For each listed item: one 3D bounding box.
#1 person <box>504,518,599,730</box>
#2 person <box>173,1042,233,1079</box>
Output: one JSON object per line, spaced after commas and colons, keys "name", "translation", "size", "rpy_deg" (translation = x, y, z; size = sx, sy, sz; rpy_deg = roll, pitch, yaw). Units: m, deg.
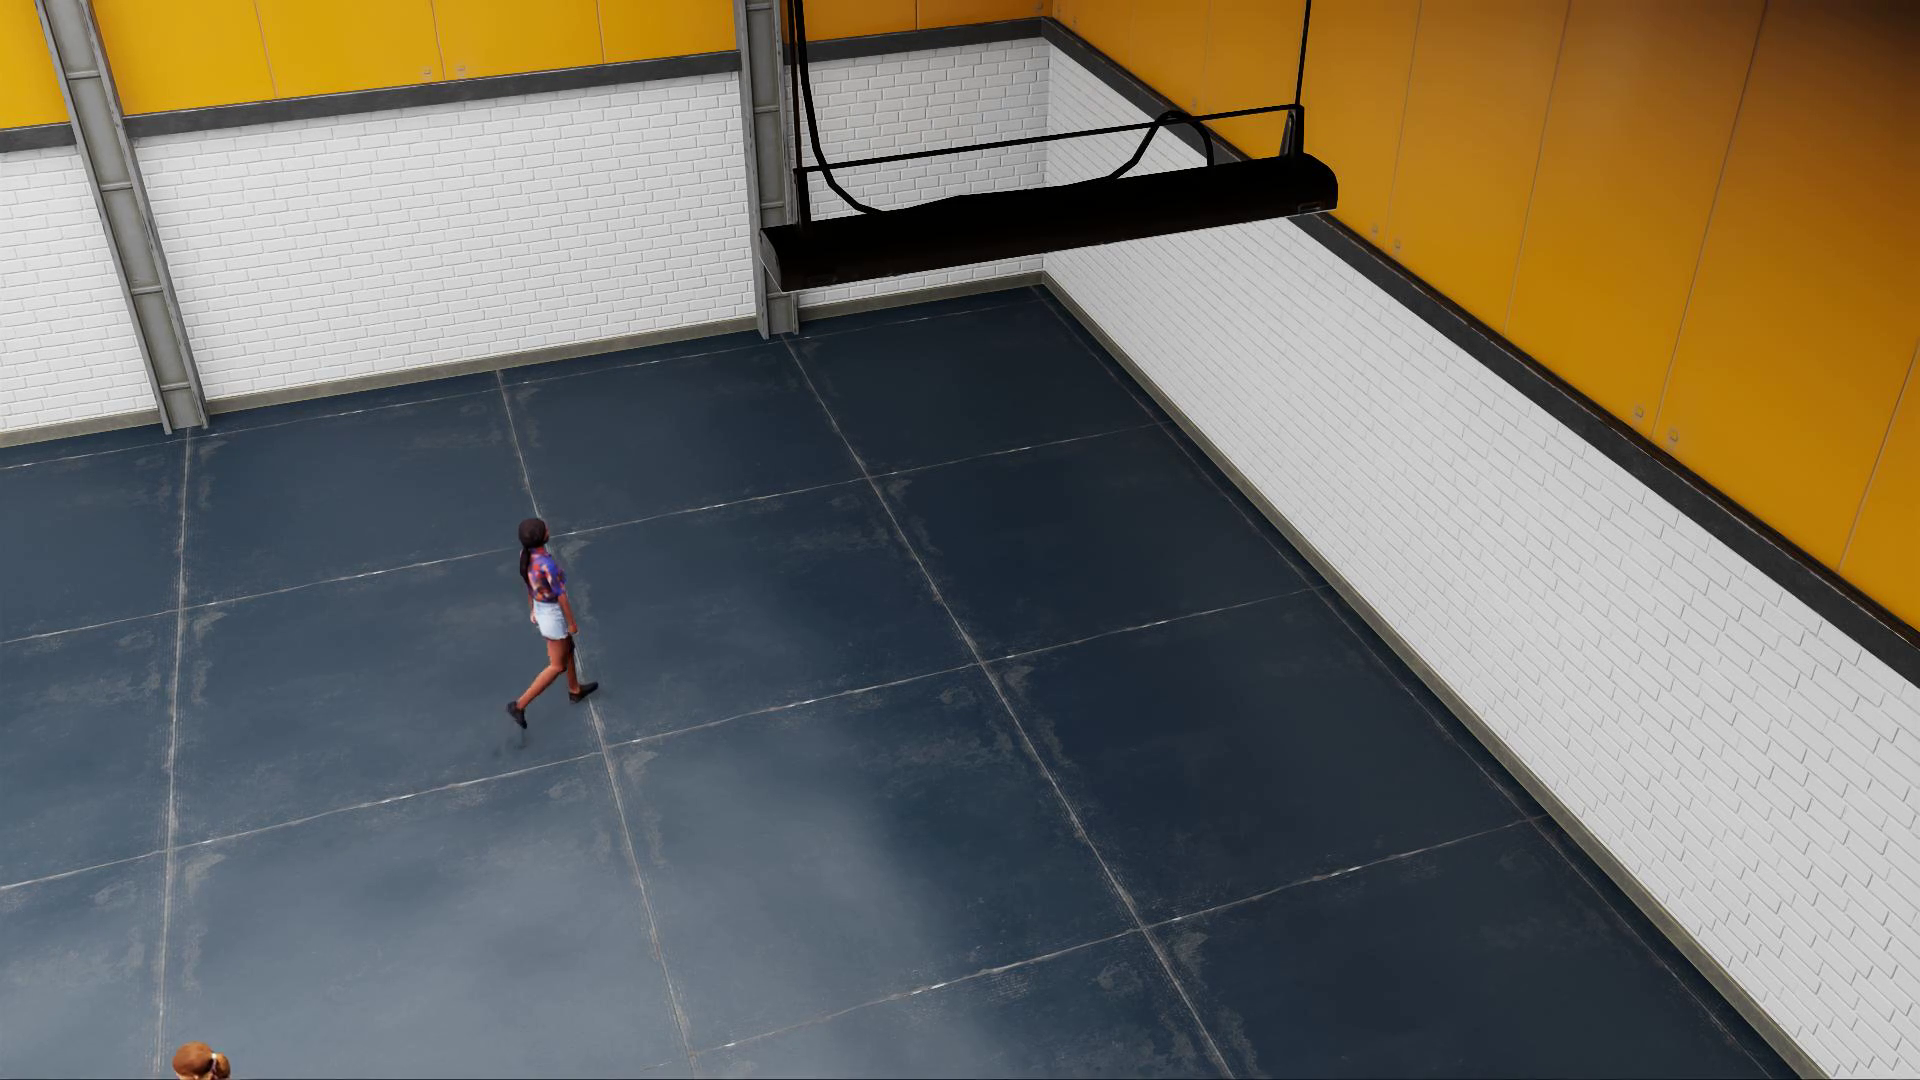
{"name": "person", "translation": [-3.059, 0.630, 12.175], "size": [1.121, 1.716, 0.852], "rpy_deg": [-28, 43, -35]}
{"name": "person", "translation": [-3.847, 3.110, 8.823], "size": [0.712, 1.296, 0.596], "rpy_deg": [-6, 34, -9]}
